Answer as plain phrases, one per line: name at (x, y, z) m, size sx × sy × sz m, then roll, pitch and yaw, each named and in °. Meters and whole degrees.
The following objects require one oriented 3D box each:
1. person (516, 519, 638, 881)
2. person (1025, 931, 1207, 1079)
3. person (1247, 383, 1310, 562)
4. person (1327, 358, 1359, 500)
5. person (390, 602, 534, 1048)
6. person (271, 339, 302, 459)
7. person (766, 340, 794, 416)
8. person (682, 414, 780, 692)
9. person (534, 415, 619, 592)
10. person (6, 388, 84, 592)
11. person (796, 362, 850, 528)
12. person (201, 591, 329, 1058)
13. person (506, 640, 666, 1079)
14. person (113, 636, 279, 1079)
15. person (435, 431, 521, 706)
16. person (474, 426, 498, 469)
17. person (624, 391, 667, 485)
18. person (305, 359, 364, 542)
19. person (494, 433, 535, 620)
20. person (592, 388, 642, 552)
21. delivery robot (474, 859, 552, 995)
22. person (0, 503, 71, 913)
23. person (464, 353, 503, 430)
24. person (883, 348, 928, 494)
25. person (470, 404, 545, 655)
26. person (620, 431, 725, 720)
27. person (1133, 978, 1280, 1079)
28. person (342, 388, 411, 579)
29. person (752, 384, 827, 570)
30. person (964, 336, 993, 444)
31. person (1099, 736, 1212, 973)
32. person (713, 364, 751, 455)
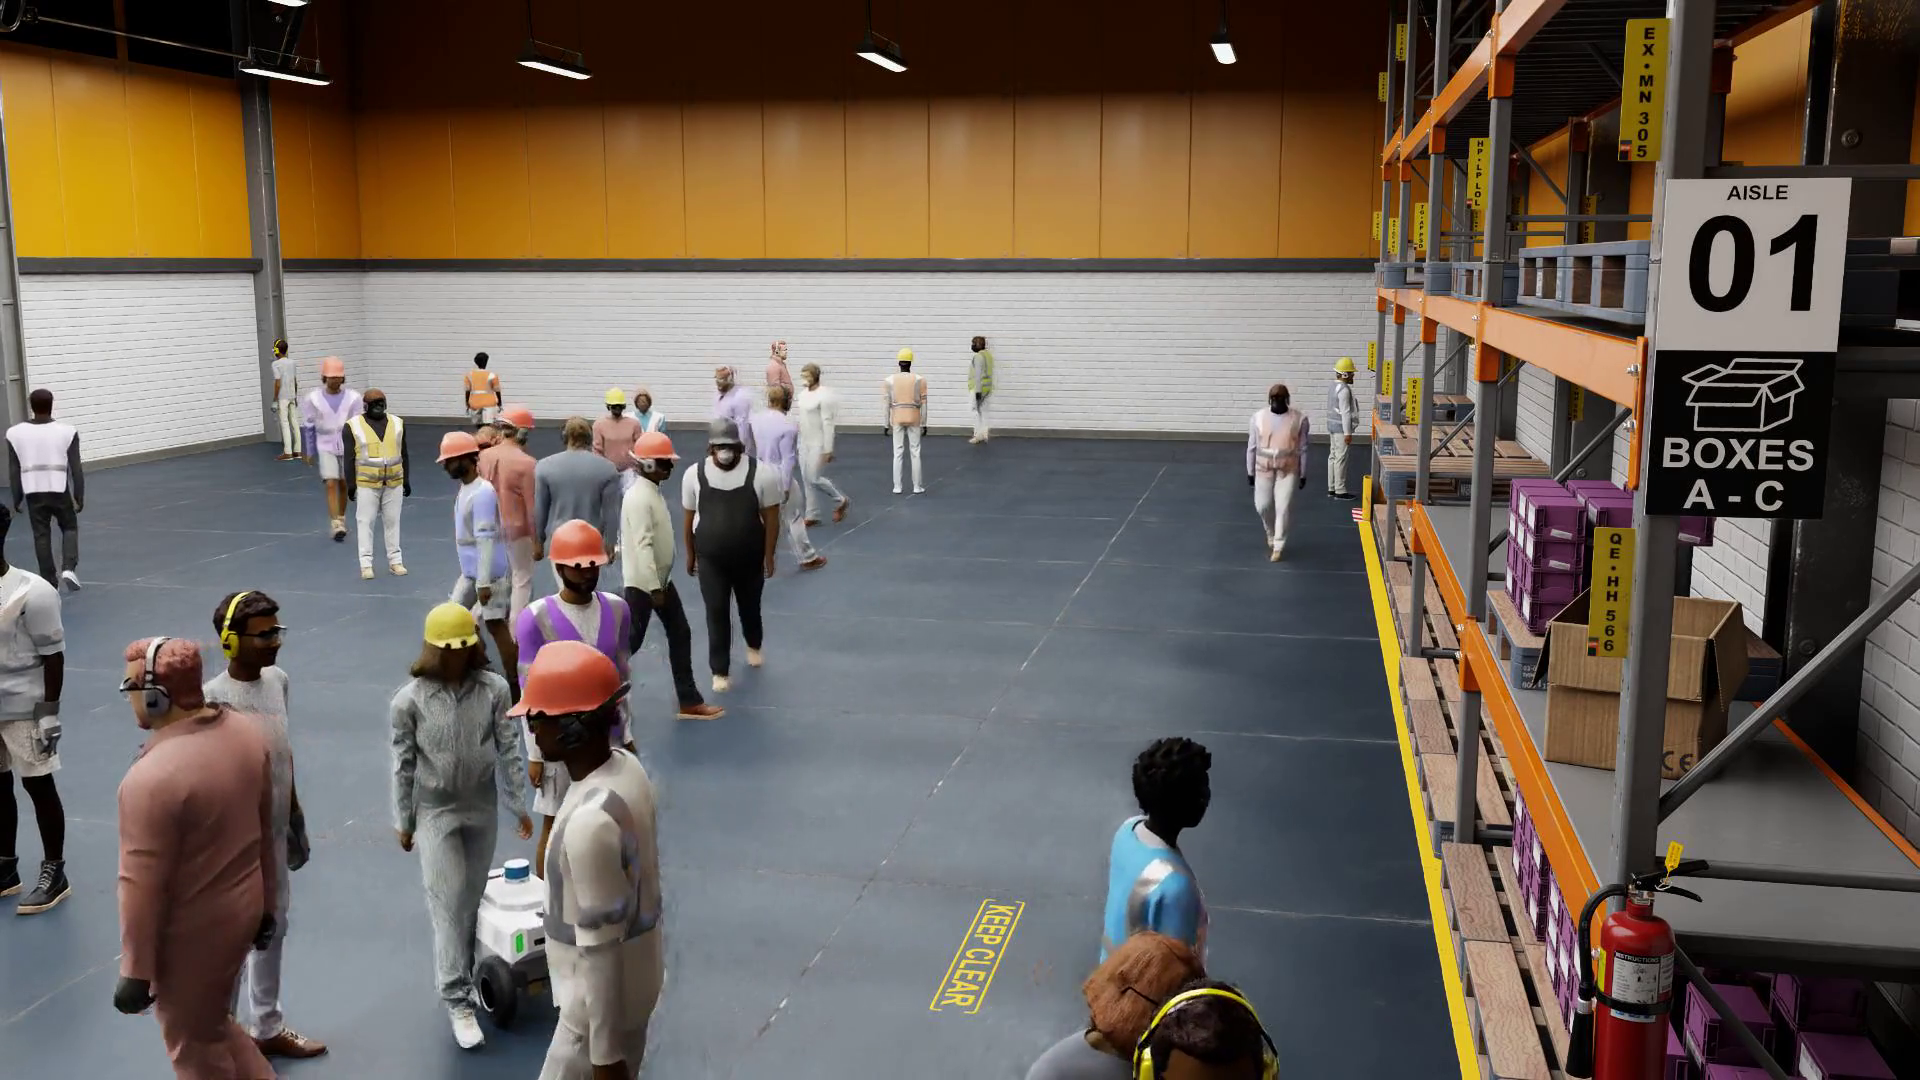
person at (-1.657, 0.865, 7.314) m, size 0.547 × 1.938 × 0.379 m, roll -9°, pitch 13°, yaw -42°
person at (0.298, 1.609, 3.879) m, size 0.545 × 1.597 × 0.756 m, roll -3°, pitch 10°, yaw -18°
person at (3.290, -0.717, 17.214) m, size 0.632 × 1.824 × 0.722 m, roll 4°, pitch 10°, yaw 20°
person at (4.938, -1.430, 21.454) m, size 0.403 × 1.833 × 0.590 m, roll -1°, pitch 9°, yaw -5°
person at (-1.932, 1.101, 6.569) m, size 0.491 × 1.716 × 0.768 m, roll -8°, pitch 12°, yaw -41°
person at (-10.506, -2.182, 25.870) m, size 0.327 × 1.874 × 0.517 m, roll 3°, pitch 10°, yaw 19°
person at (-2.671, -2.009, 24.719) m, size 0.409 × 1.907 × 0.651 m, roll -1°, pitch 9°, yaw -3°
person at (-1.667, 0.011, 12.151) m, size 0.698 × 2.000 × 0.950 m, roll -1°, pitch 9°, yaw -6°
person at (-2.908, -0.005, 12.674) m, size 0.628 × 1.904 × 0.991 m, roll -4°, pitch 10°, yaw -22°
person at (-8.349, -0.430, 15.226) m, size 0.604 × 1.904 × 0.437 m, roll -4°, pitch 10°, yaw -24°
person at (-1.618, -1.081, 19.089) m, size 0.550 × 1.928 × 0.638 m, roll -6°, pitch 11°, yaw -34°
person at (-2.608, 1.101, 6.122) m, size 0.331 × 1.863 × 0.512 m, roll 2°, pitch 10°, yaw 13°
person at (-0.920, 1.264, 4.706) m, size 0.815 × 2.016 × 0.602 m, roll 0°, pitch 9°, yaw -1°
person at (-2.438, 1.230, 5.265) m, size 0.416 × 1.891 × 0.636 m, roll 0°, pitch 9°, yaw 1°
person at (-3.275, 0.216, 11.308) m, size 0.583 × 1.901 × 0.687 m, roll -5°, pitch 11°, yaw -29°
person at (-4.278, -0.199, 14.704) m, size 0.558 × 1.602 × 0.554 m, roll -7°, pitch 12°, yaw -35°
person at (-3.599, -0.901, 18.964) m, size 0.538 × 1.589 × 0.853 m, roll -2°, pitch 10°, yaw -13°
person at (-6.826, -0.982, 18.278) m, size 0.631 × 1.986 × 1.039 m, roll -5°, pitch 10°, yaw -26°
person at (-3.789, -0.095, 14.012) m, size 0.499 × 1.633 × 0.289 m, roll 5°, pitch 11°, yaw 29°
person at (-3.553, -0.702, 17.347) m, size 0.554 × 1.740 × 0.724 m, roll -3°, pitch 10°, yaw -17°
delivery robot at (-1.837, 1.573, 6.921) m, size 0.477 × 0.478 × 0.707 m, roll -8°, pitch 12°, yaw -38°
person at (-4.467, 0.772, 7.789) m, size 0.609 × 1.965 × 0.369 m, roll 3°, pitch 10°, yaw 15°
person at (-7.410, -2.095, 25.962) m, size 0.556 × 1.652 × 0.846 m, roll 0°, pitch 9°, yaw 1°
person at (-0.718, -1.564, 21.975) m, size 0.585 × 1.929 × 0.377 m, roll 0°, pitch 9°, yaw 1°
person at (-3.494, -0.051, 12.771) m, size 0.633 × 1.964 × 0.649 m, roll 6°, pitch 11°, yaw 32°
person at (-2.114, 0.258, 10.940) m, size 0.981 × 1.958 × 0.620 m, roll 1°, pitch 9°, yaw 5°
person at (0.391, 1.633, 2.986) m, size 0.519 × 1.845 × 0.826 m, roll 2°, pitch 10°, yaw 9°
person at (-5.633, -0.549, 16.127) m, size 0.637 × 1.840 × 0.429 m, roll -7°, pitch 12°, yaw -37°
person at (-1.790, -0.585, 16.251) m, size 0.643 × 1.886 × 1.046 m, roll 8°, pitch 12°, yaw 41°
person at (0.307, -2.527, 28.079) m, size 0.487 × 1.828 × 0.661 m, roll 3°, pitch 10°, yaw 17°
person at (0.606, 1.393, 4.883) m, size 0.403 × 1.681 × 0.552 m, roll -1°, pitch 9°, yaw -6°
person at (-2.641, -1.089, 19.237) m, size 0.479 × 1.882 × 0.688 m, roll -7°, pitch 12°, yaw -37°
